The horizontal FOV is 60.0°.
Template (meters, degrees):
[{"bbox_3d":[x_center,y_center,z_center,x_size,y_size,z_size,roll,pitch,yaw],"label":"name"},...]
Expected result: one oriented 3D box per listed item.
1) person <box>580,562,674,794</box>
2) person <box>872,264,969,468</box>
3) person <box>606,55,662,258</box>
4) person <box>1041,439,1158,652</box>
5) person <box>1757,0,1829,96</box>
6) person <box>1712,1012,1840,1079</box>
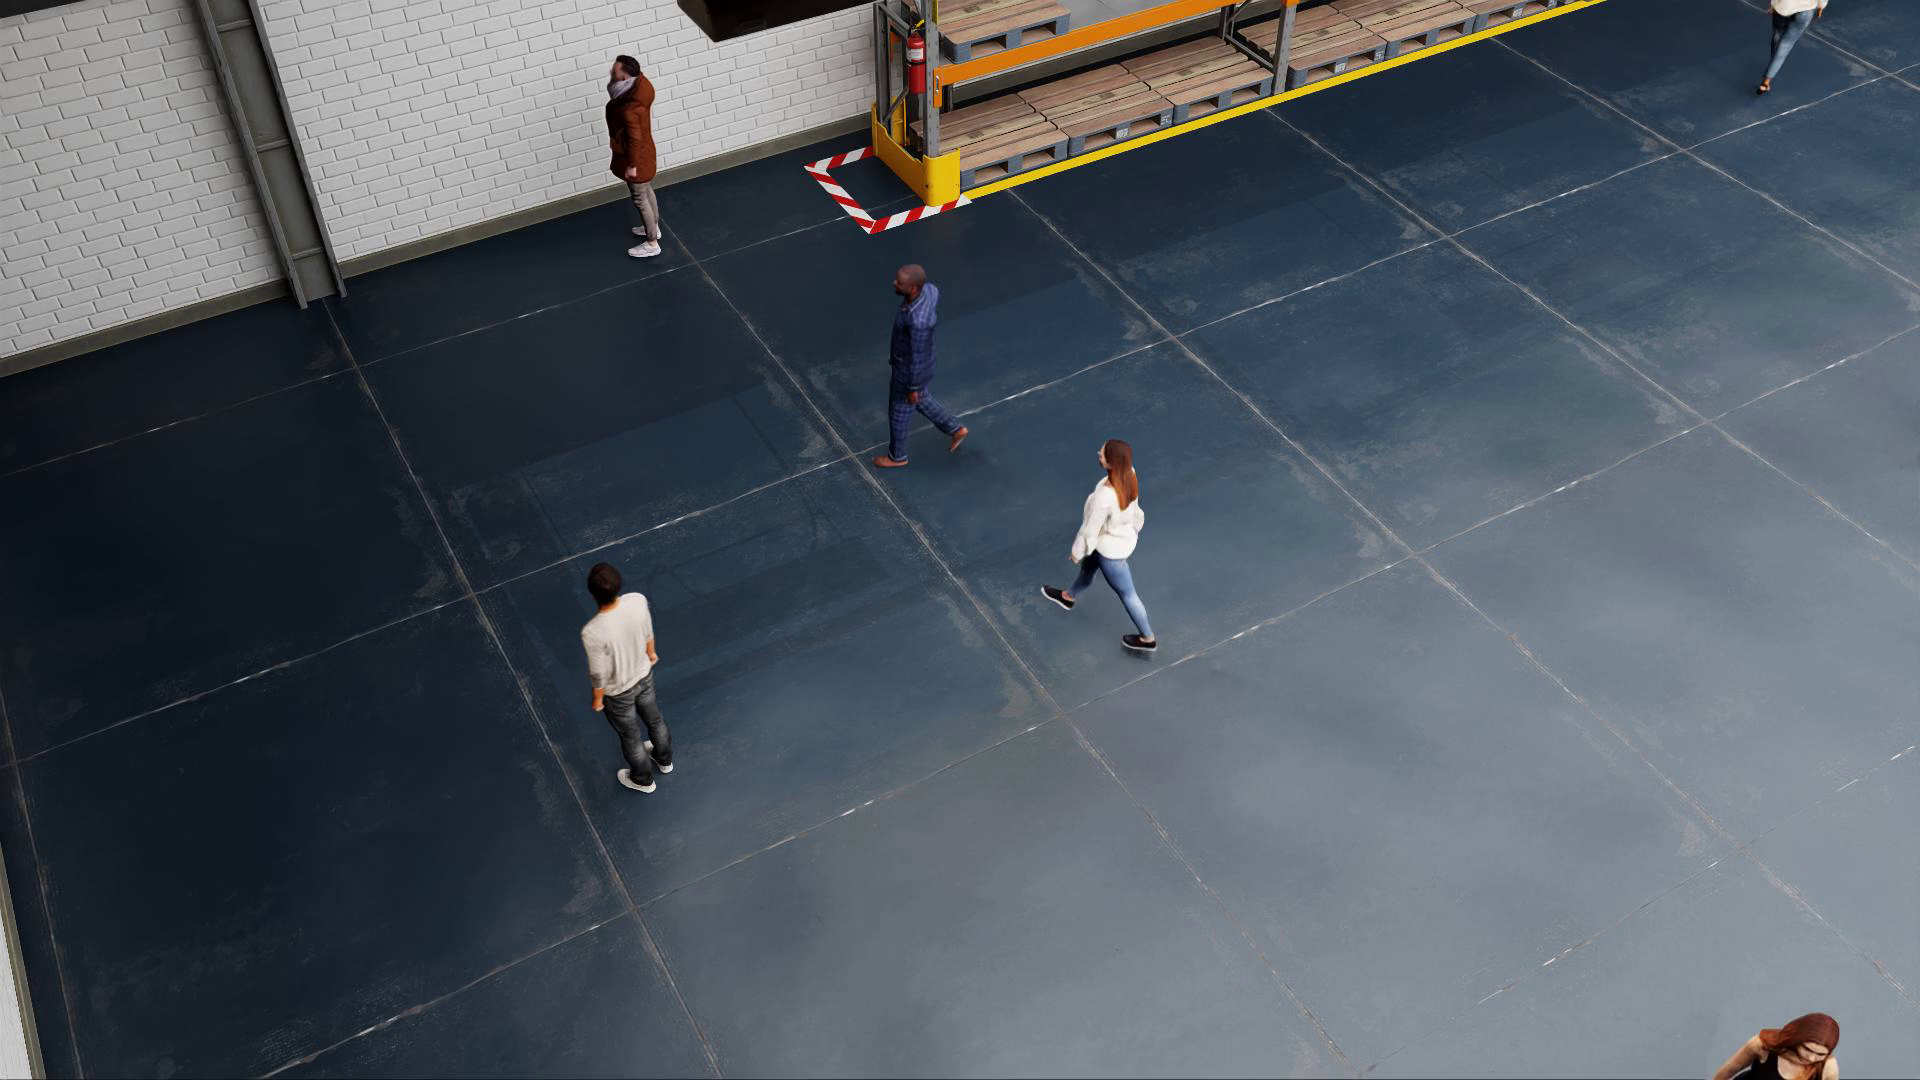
[{"bbox_3d":[-1.981,0.825,9.890,0.791,1.811,0.621,28,50,26],"label":"person"},{"bbox_3d":[-0.275,-1.257,12.084,1.104,1.800,1.005,4,44,4],"label":"person"},{"bbox_3d":[-2.760,-3.295,14.194,0.874,1.838,0.840,-1,44,-1],"label":"person"},{"bbox_3d":[1.058,0.081,10.793,1.074,1.642,1.171,21,48,21],"label":"person"},{"bbox_3d":[8.142,-5.151,16.282,0.849,1.646,1.124,29,51,27],"label":"person"},{"bbox_3d":[3.880,2.667,8.043,1.036,1.690,1.163,18,46,18],"label":"person"}]
